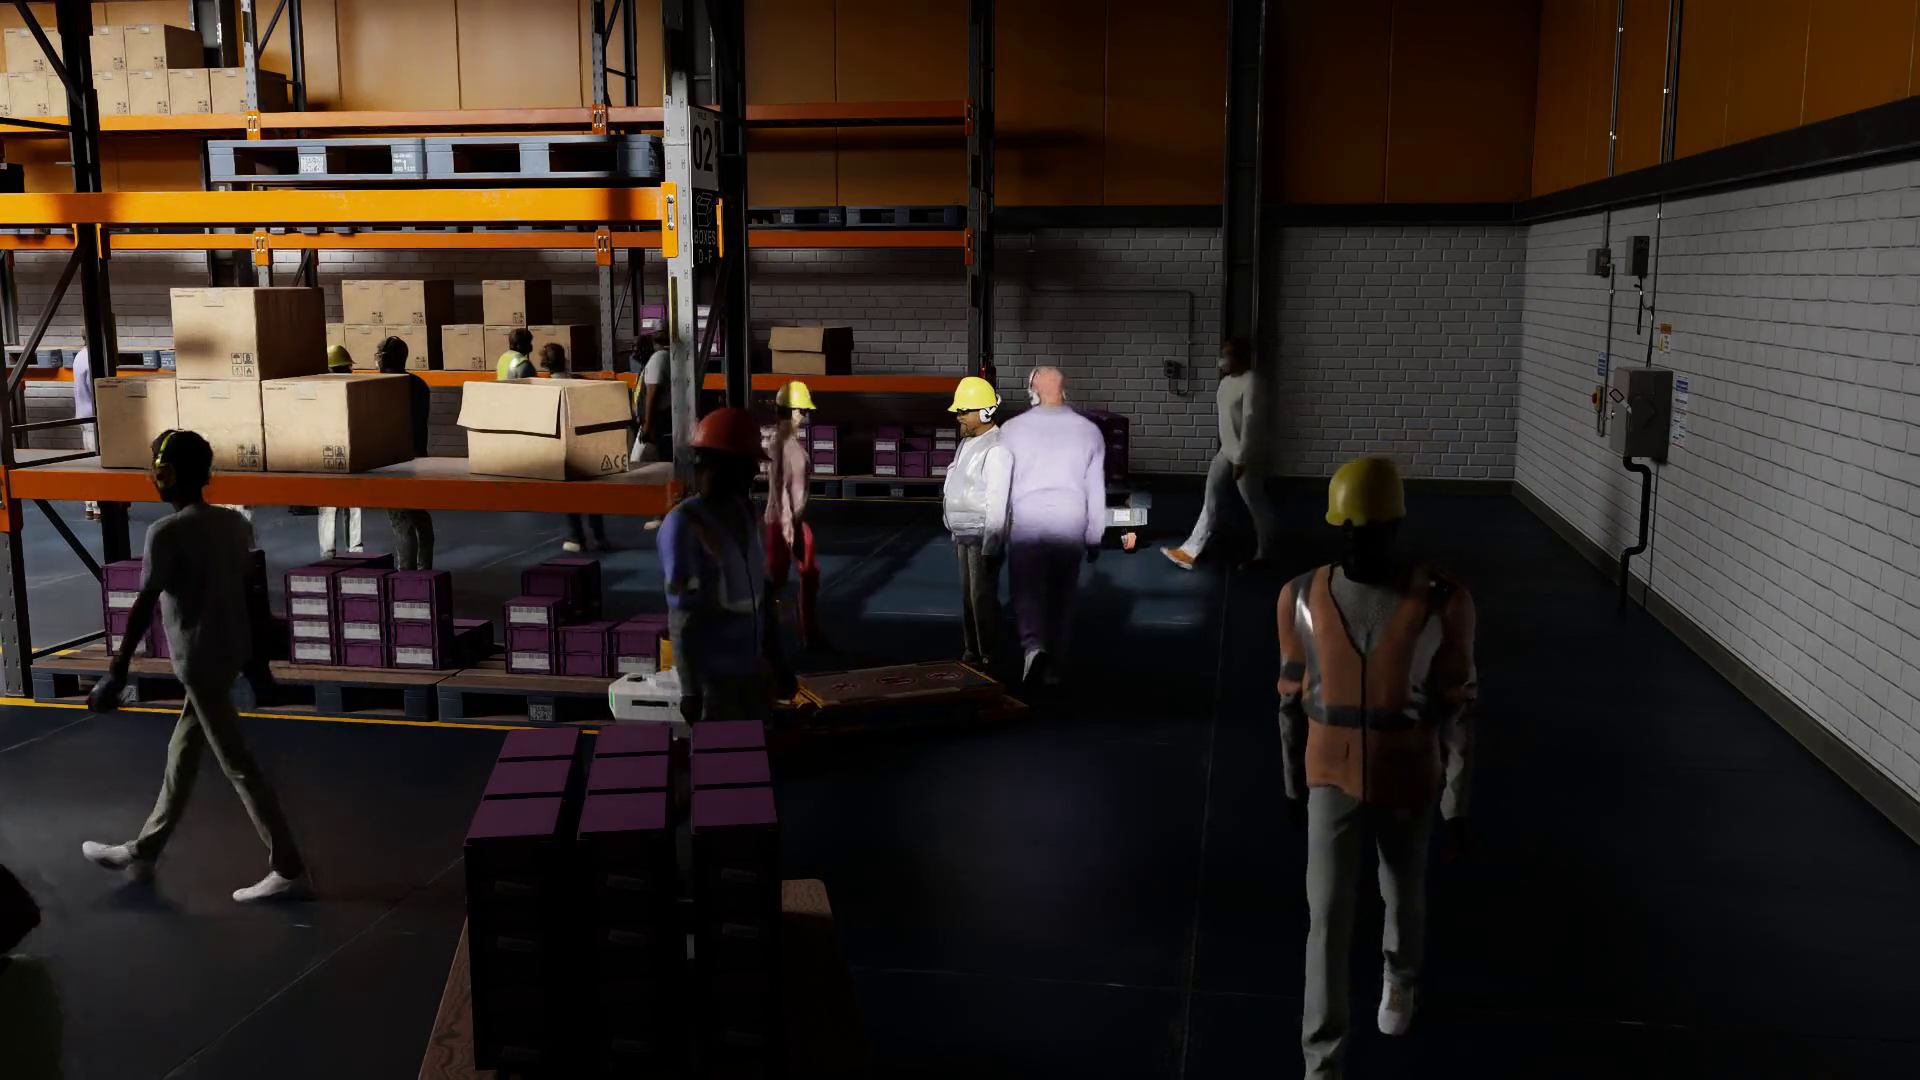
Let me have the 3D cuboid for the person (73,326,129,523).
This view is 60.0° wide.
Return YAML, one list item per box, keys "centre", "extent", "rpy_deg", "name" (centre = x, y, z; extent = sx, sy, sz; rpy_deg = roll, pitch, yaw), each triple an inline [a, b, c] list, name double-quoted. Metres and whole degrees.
- centre: [-8.321, -1.135, 16.043]
  extent: [0.353, 1.937, 0.635]
  rpy_deg: [-7, 12, -38]
  name: "person"

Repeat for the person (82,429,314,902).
- centre: [-2.952, 0.495, 6.333]
  extent: [0.992, 1.810, 0.534]
  rpy_deg: [1, 9, 4]
  name: "person"

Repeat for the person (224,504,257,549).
- centre: [-5.425, -0.510, 12.357]
  extent: [0.525, 1.866, 0.599]
  rpy_deg: [3, 10, 18]
  name: "person"

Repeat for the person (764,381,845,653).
- centre: [-1.154, -0.121, 10.412]
  extent: [0.758, 1.747, 0.532]
  rpy_deg: [1, 9, 9]
  name: "person"

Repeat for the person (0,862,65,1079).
- centre: [-1.579, 1.209, 2.569]
  extent: [0.845, 1.583, 0.515]
  rpy_deg: [-1, 9, -8]
  name: "person"

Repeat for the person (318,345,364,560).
- centre: [-4.913, -0.629, 13.220]
  extent: [0.404, 1.833, 0.600]
  rpy_deg: [5, 11, 30]
  name: "person"

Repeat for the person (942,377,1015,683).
- centre: [0.106, -0.026, 9.544]
  extent: [0.404, 1.819, 0.593]
  rpy_deg: [-3, 10, -16]
  name: "person"

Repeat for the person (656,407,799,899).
- centre: [-0.906, 0.461, 6.251]
  extent: [0.529, 1.917, 0.562]
  rpy_deg: [4, 10, 25]
  name: "person"

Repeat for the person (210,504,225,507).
- centre: [-5.903, -0.751, 13.524]
  extent: [0.646, 1.974, 0.725]
  rpy_deg: [-6, 11, -34]
  name: "person"

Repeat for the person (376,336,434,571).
- centre: [-4.143, -0.535, 12.316]
  extent: [0.372, 1.940, 0.627]
  rpy_deg: [2, 9, 11]
  name: "person"

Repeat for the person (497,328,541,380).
- centre: [-4.510, -1.262, 17.134]
  extent: [0.429, 1.839, 0.633]
  rpy_deg: [-7, 12, -37]
  name: "person"

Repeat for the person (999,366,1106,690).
- centre: [0.515, -0.048, 9.484]
  extent: [0.661, 1.879, 0.583]
  rpy_deg: [-1, 9, -4]
  name: "person"

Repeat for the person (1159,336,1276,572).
- centre: [2.114, -0.657, 13.210]
  extent: [0.997, 1.890, 0.647]
  rpy_deg: [-3, 10, -20]
  name: "person"

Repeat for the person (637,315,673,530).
- centre: [-2.775, -1.134, 15.717]
  extent: [0.539, 2.000, 0.707]
  rpy_deg: [2, 9, 12]
  name: "person"

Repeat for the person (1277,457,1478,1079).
- centre: [1.234, 0.676, 4.966]
  extent: [0.592, 1.888, 0.952]
  rpy_deg: [4, 10, 22]
  name: "person"

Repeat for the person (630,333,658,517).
- centre: [-3.047, -1.114, 16.320]
  extent: [0.697, 1.809, 0.635]
  rpy_deg: [-4, 10, -23]
  name: "person"

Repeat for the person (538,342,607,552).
- centre: [-3.372, -0.791, 14.314]
  extent: [0.567, 1.811, 0.380]
  rpy_deg: [-5, 10, -27]
  name: "person"

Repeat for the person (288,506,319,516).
- centre: [-6.565, -1.210, 16.507]
  extent: [0.354, 1.939, 0.545]
  rpy_deg: [-5, 10, -28]
  name: "person"

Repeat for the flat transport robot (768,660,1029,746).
- centre: [-0.415, 0.852, 8.875]
  extent: [1.431, 0.197, 0.652]
  rpy_deg: [-4, 10, -23]
  name: "flat transport robot"

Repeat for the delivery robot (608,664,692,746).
- centre: [-1.337, 0.788, 8.099]
  extent: [0.707, 0.478, 0.477]
  rpy_deg: [2, 9, 9]
  name: "delivery robot"
